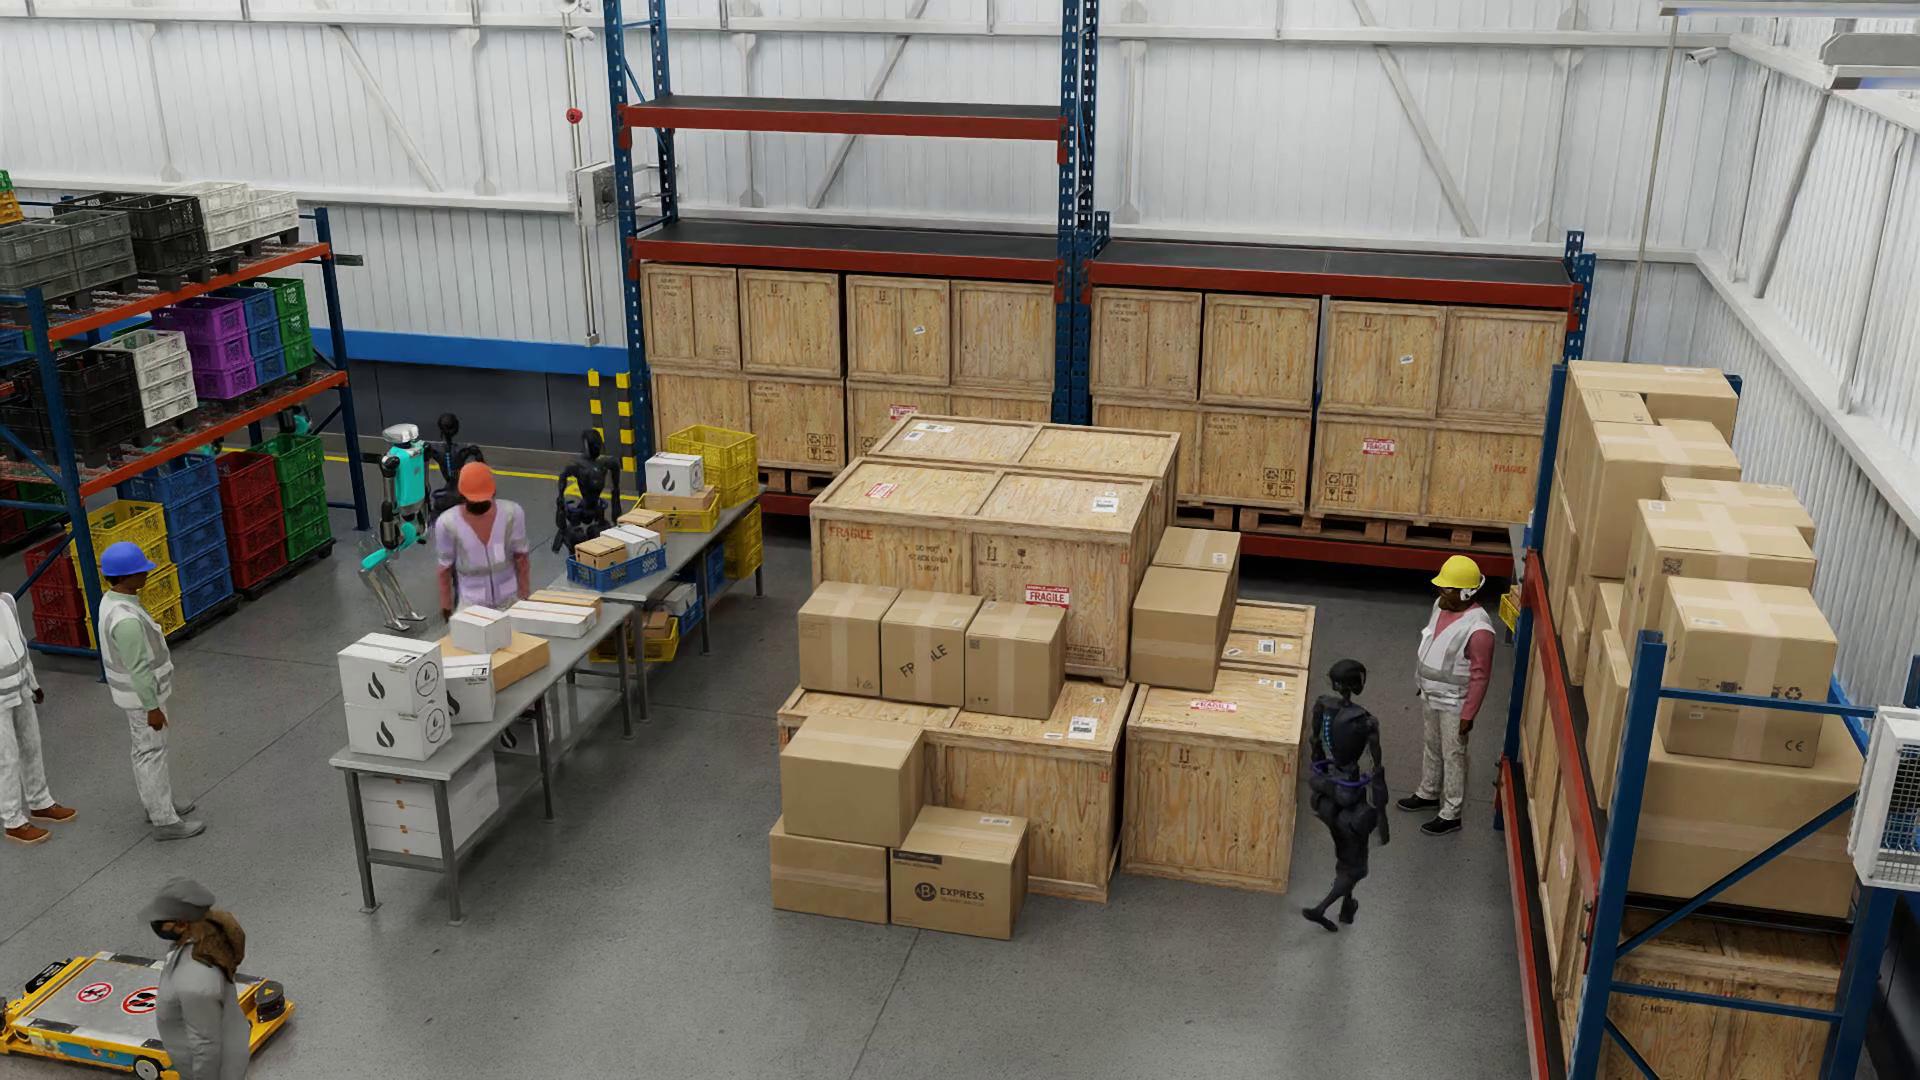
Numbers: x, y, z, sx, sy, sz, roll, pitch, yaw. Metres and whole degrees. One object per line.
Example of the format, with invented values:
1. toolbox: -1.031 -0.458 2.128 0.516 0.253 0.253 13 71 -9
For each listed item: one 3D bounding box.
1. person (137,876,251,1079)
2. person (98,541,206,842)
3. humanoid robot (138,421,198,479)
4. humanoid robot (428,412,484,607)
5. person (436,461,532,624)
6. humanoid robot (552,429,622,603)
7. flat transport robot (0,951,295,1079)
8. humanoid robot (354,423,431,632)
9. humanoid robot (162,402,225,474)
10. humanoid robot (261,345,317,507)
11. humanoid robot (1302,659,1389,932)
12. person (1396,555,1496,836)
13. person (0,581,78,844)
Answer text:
1. person: -3.200 2.214 7.151 0.400 1.769 0.562 -9 23 -21
2. person: -5.034 0.929 10.265 0.386 1.946 0.613 -13 25 -31
3. humanoid robot: -7.609 -1.127 15.922 0.843 1.750 0.558 -4 21 -11
4. humanoid robot: -4.178 -0.267 13.766 0.588 1.656 0.383 -4 21 -10
5. person: -3.323 0.380 11.630 0.691 2.011 0.520 -10 23 -25
6. humanoid robot: -3.000 -0.116 13.423 0.611 1.634 0.661 -16 26 -35
7. flat transport robot: -4.270 2.464 8.601 1.431 0.231 0.659 5 22 13
8. humanoid robot: -4.533 -0.119 13.174 0.743 1.692 0.531 7 22 18
9. humanoid robot: -7.016 -0.880 15.290 0.545 1.776 0.746 -10 23 -25
10. humanoid robot: -6.530 -1.138 15.954 0.671 1.782 0.545 1 21 2
11. humanoid robot: 2.148 1.441 9.337 0.492 1.641 0.594 -12 24 -29
12. person: 3.030 0.955 10.355 0.404 1.830 0.599 -5 21 -12
13. person: -5.872 0.983 10.222 0.369 1.878 0.585 1 21 4
